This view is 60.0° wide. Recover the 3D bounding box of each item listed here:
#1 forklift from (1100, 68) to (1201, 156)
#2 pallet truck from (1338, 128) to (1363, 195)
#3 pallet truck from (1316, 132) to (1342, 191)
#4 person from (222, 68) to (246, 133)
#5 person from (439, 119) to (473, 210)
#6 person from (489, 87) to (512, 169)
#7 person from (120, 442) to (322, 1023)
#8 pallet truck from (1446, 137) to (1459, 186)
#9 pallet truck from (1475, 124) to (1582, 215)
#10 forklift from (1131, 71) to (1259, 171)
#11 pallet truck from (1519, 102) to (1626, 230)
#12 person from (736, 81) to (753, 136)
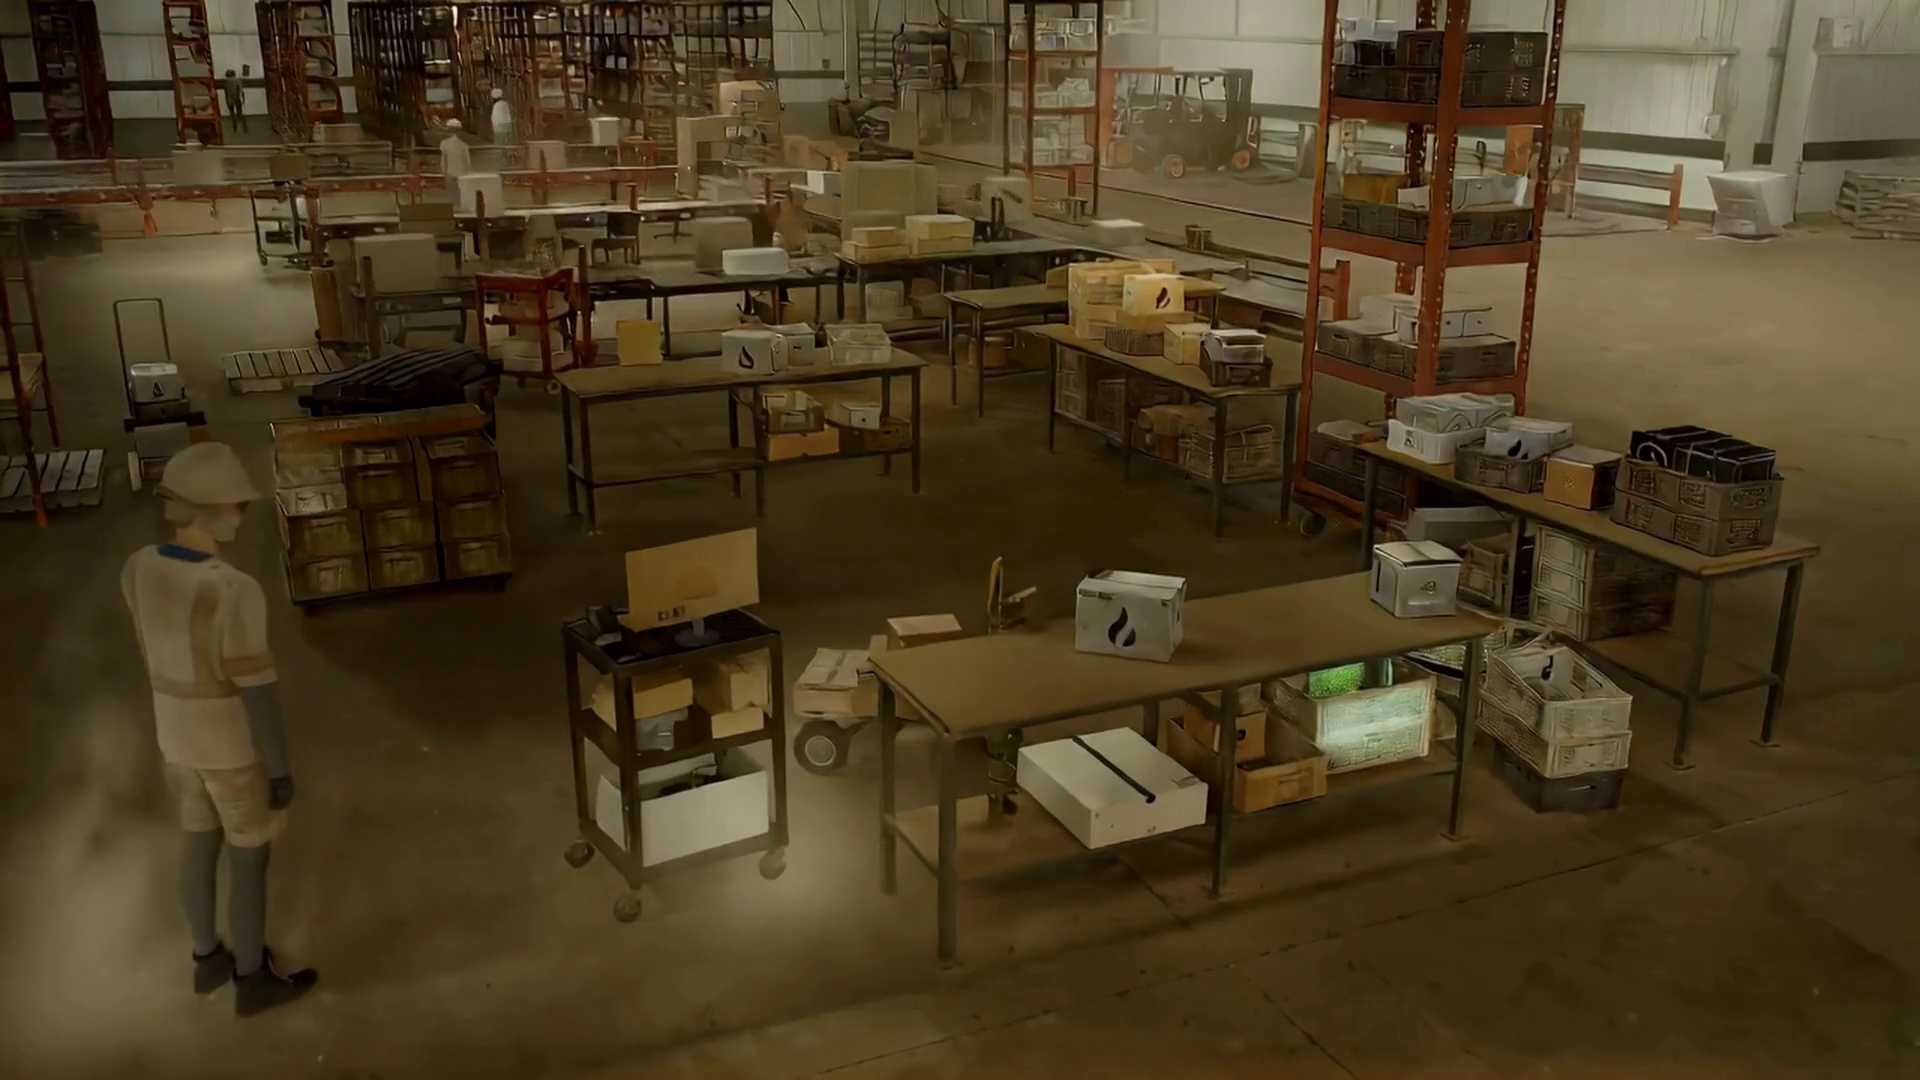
[{"bbox_3d":[4.082,-9.564,37.410,2.680,1.987,1.157,-8,19,-23],"label":"forklift"},{"bbox_3d":[7.845,-7.140,31.411,1.522,1.261,0.704,-9,20,-25],"label":"pallet truck"},{"bbox_3d":[7.723,-7.504,32.656,1.601,1.201,0.680,-8,19,-23],"label":"pallet truck"},{"bbox_3d":[-20.904,-12.662,47.956,0.579,1.817,0.825,-10,20,-29],"label":"person"},{"bbox_3d":[-7.911,-5.720,26.183,0.553,1.753,0.373,6,19,19],"label":"person"},{"bbox_3d":[-9.920,-8.857,35.969,0.425,1.814,0.588,5,18,14],"label":"person"},{"bbox_3d":[-2.480,0.665,5.636,0.612,2.030,0.414,10,20,28],"label":"person"},{"bbox_3d":[9.184,-6.485,29.328,1.630,1.274,0.653,-8,19,-23],"label":"pallet truck"},{"bbox_3d":[9.707,-6.455,28.103,1.885,1.965,0.823,-7,19,-20],"label":"pallet truck"},{"bbox_3d":[4.998,-8.936,35.413,2.680,1.987,1.157,-9,20,-25],"label":"forklift"},{"bbox_3d":[9.972,-6.037,26.785,1.885,1.965,0.823,-9,20,-25],"label":"pallet truck"},{"bbox_3d":[-5.013,-9.470,37.811,0.929,1.866,0.645,-2,18,-6],"label":"person"}]
